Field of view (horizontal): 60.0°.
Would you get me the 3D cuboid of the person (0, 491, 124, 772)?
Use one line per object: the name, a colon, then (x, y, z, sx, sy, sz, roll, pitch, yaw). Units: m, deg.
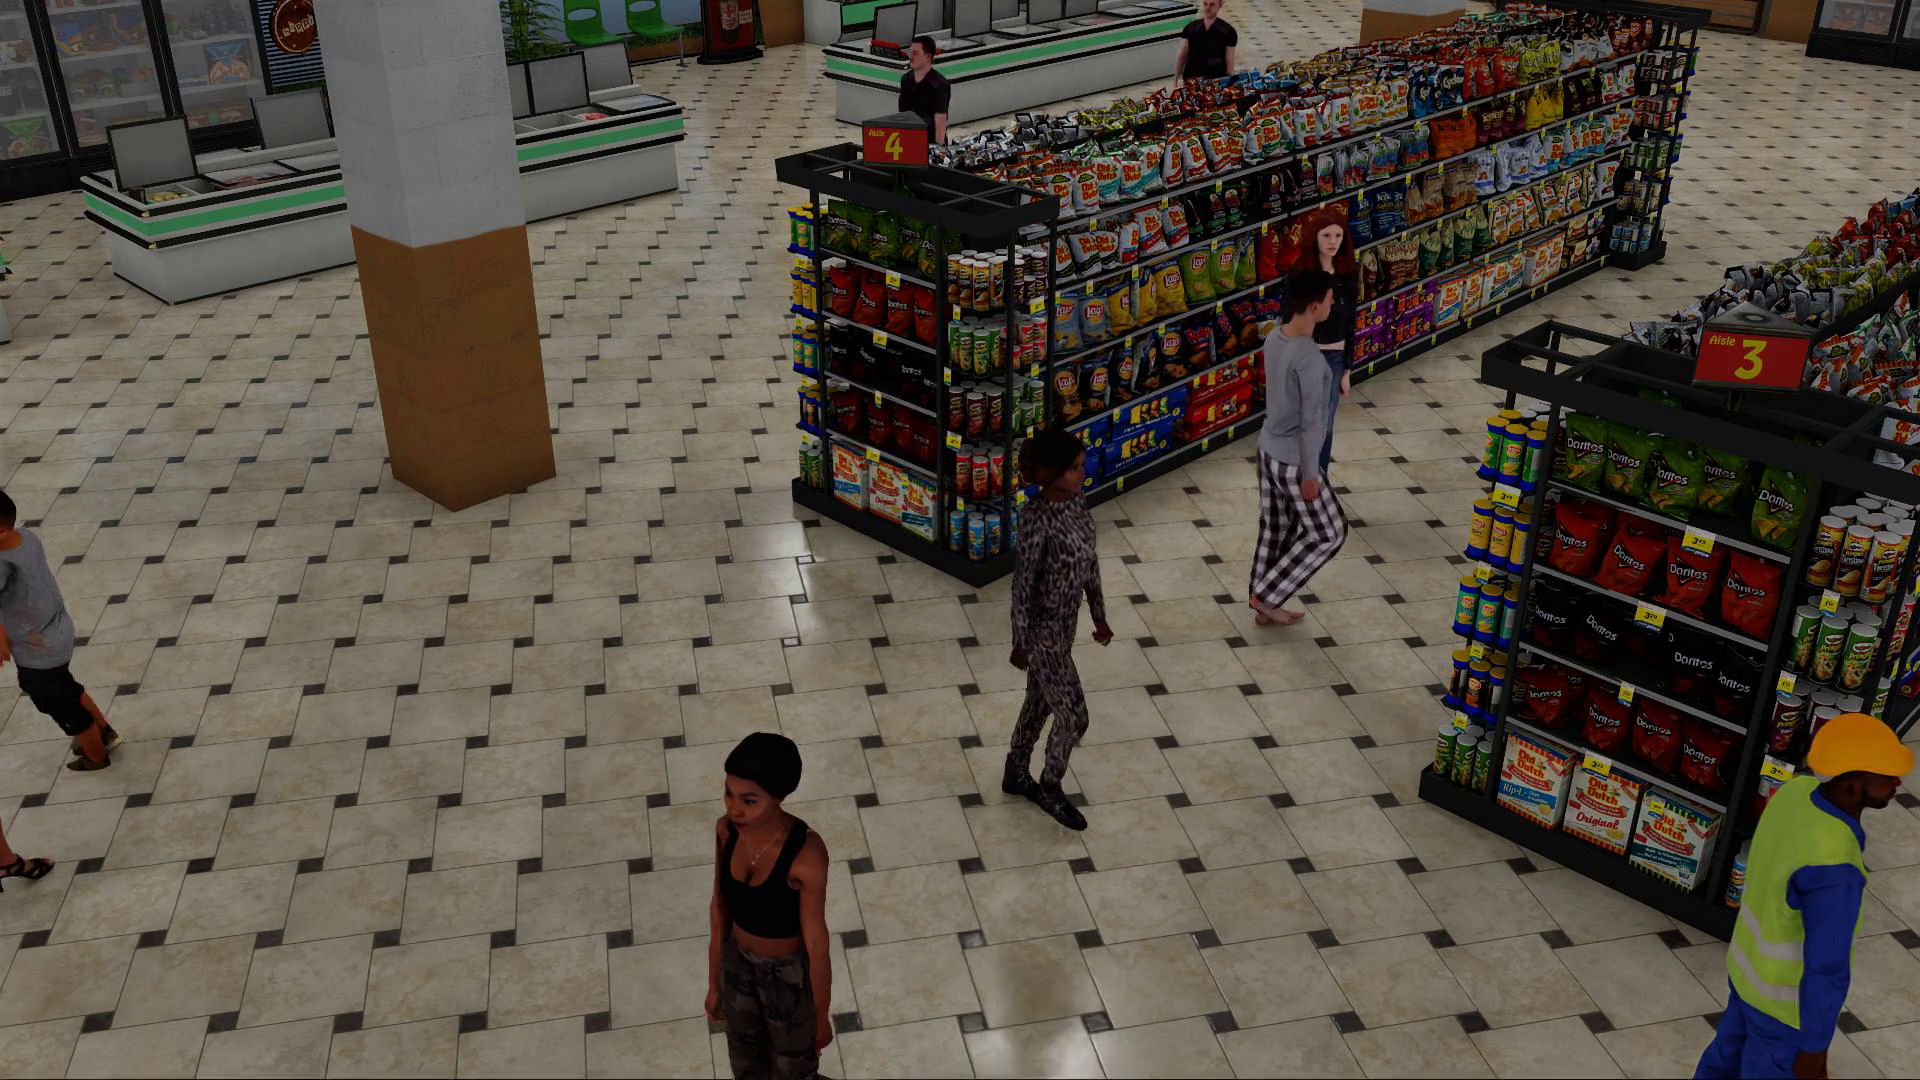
person: (-3.779, 0.374, 6.921, 0.730, 1.436, 0.685, -1, 27, -3)

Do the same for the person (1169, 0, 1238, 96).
person: (2.342, -4.262, 15.663, 0.866, 1.796, 1.193, 16, 31, 29)

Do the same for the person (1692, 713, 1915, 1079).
person: (2.352, 1.264, 4.749, 0.814, 1.812, 0.709, 5, 27, 9)

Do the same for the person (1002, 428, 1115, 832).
person: (0.288, 0.331, 6.715, 0.703, 1.698, 0.676, 16, 31, 29)

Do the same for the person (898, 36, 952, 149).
person: (-0.211, -3.086, 13.338, 1.178, 1.802, 0.743, -22, 34, -37)

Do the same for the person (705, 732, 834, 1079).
person: (-0.501, 1.270, 4.863, 0.611, 1.698, 0.790, 21, 33, 35)

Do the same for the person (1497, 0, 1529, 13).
person: (6.195, -5.731, 18.579, 1.191, 1.779, 1.328, 4, 27, 8)

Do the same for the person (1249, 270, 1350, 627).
person: (1.516, -0.388, 7.976, 0.815, 1.840, 0.776, -8, 28, -14)

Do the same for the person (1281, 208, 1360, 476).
person: (1.940, -0.950, 9.139, 0.652, 1.791, 0.720, -2, 27, -3)
